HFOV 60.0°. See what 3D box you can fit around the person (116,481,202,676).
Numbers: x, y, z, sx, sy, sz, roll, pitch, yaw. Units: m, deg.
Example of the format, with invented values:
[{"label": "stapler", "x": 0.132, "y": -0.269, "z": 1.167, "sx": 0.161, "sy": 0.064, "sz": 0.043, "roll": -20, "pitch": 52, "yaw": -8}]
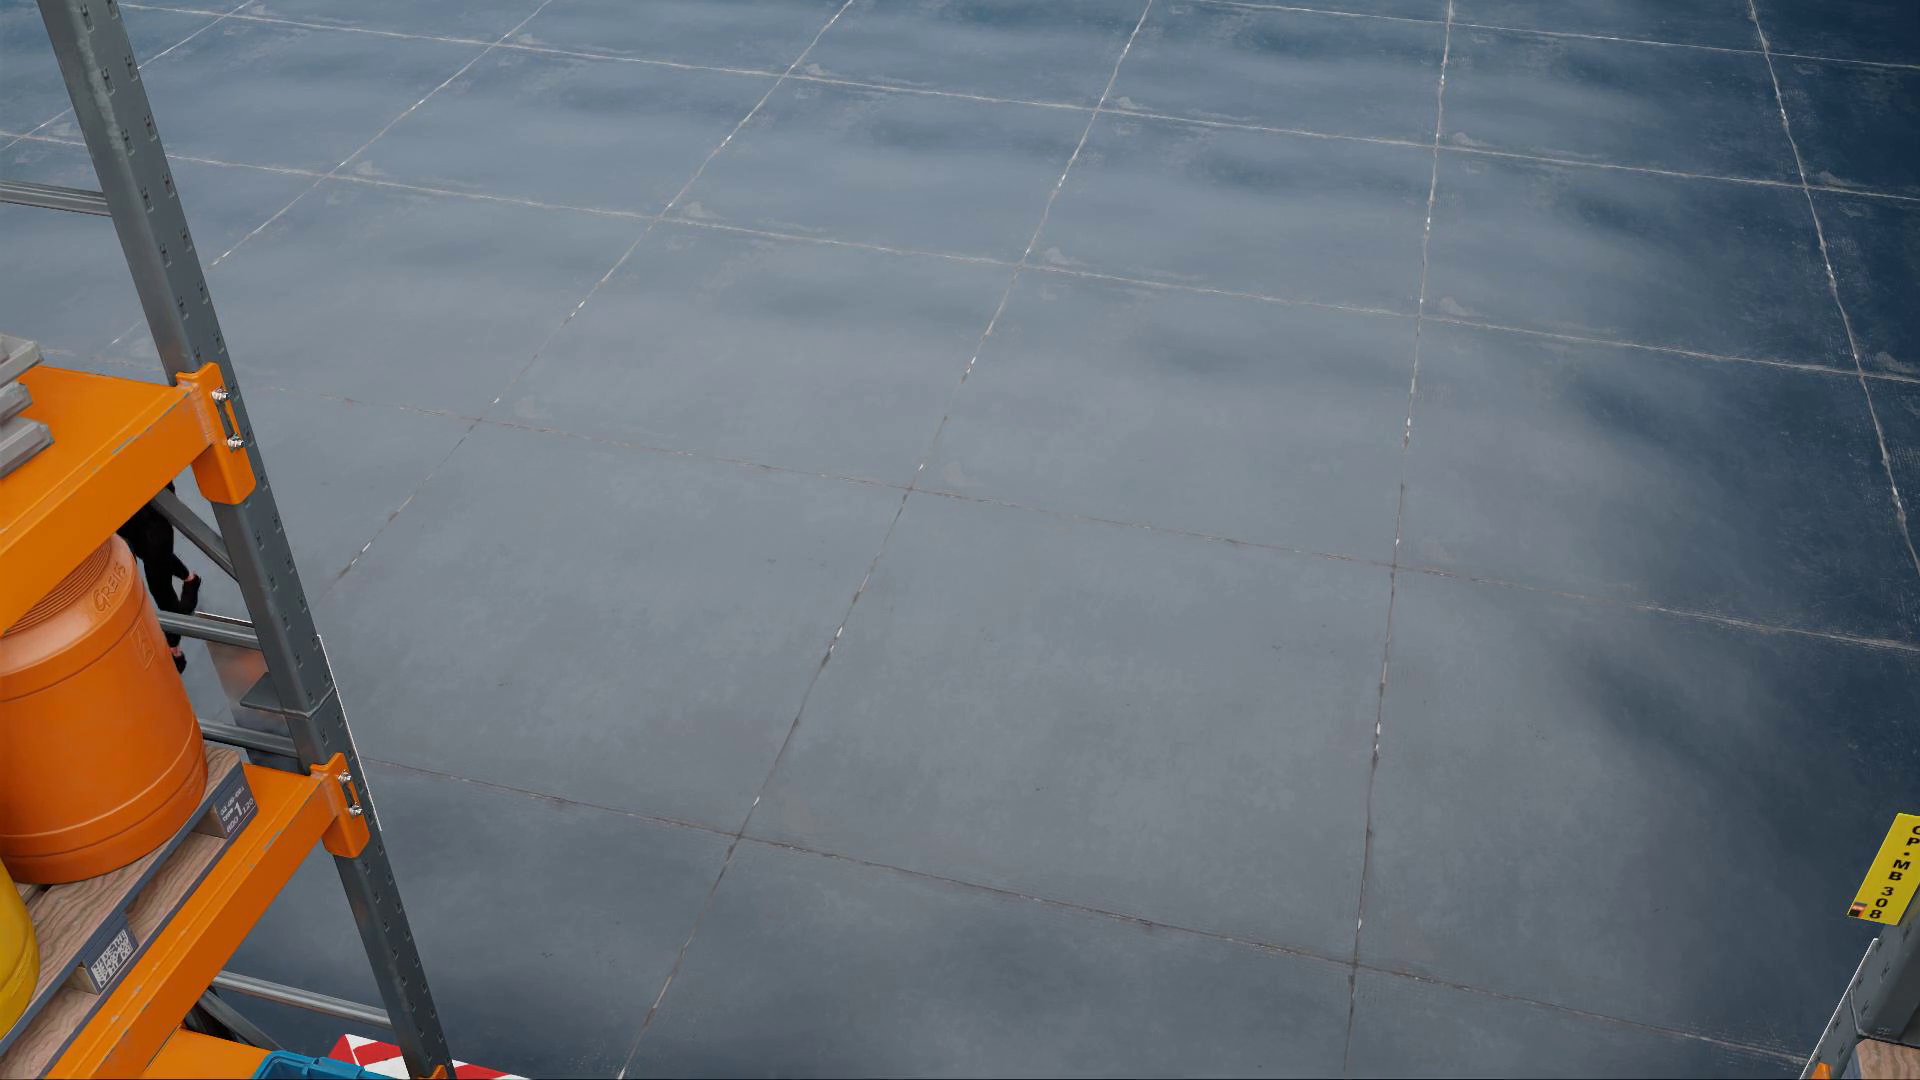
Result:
[{"label": "person", "x": -4.365, "y": -0.143, "z": 8.903, "sx": 0.868, "sy": 1.667, "sz": 1.234, "roll": -2, "pitch": 38, "yaw": -2}]
